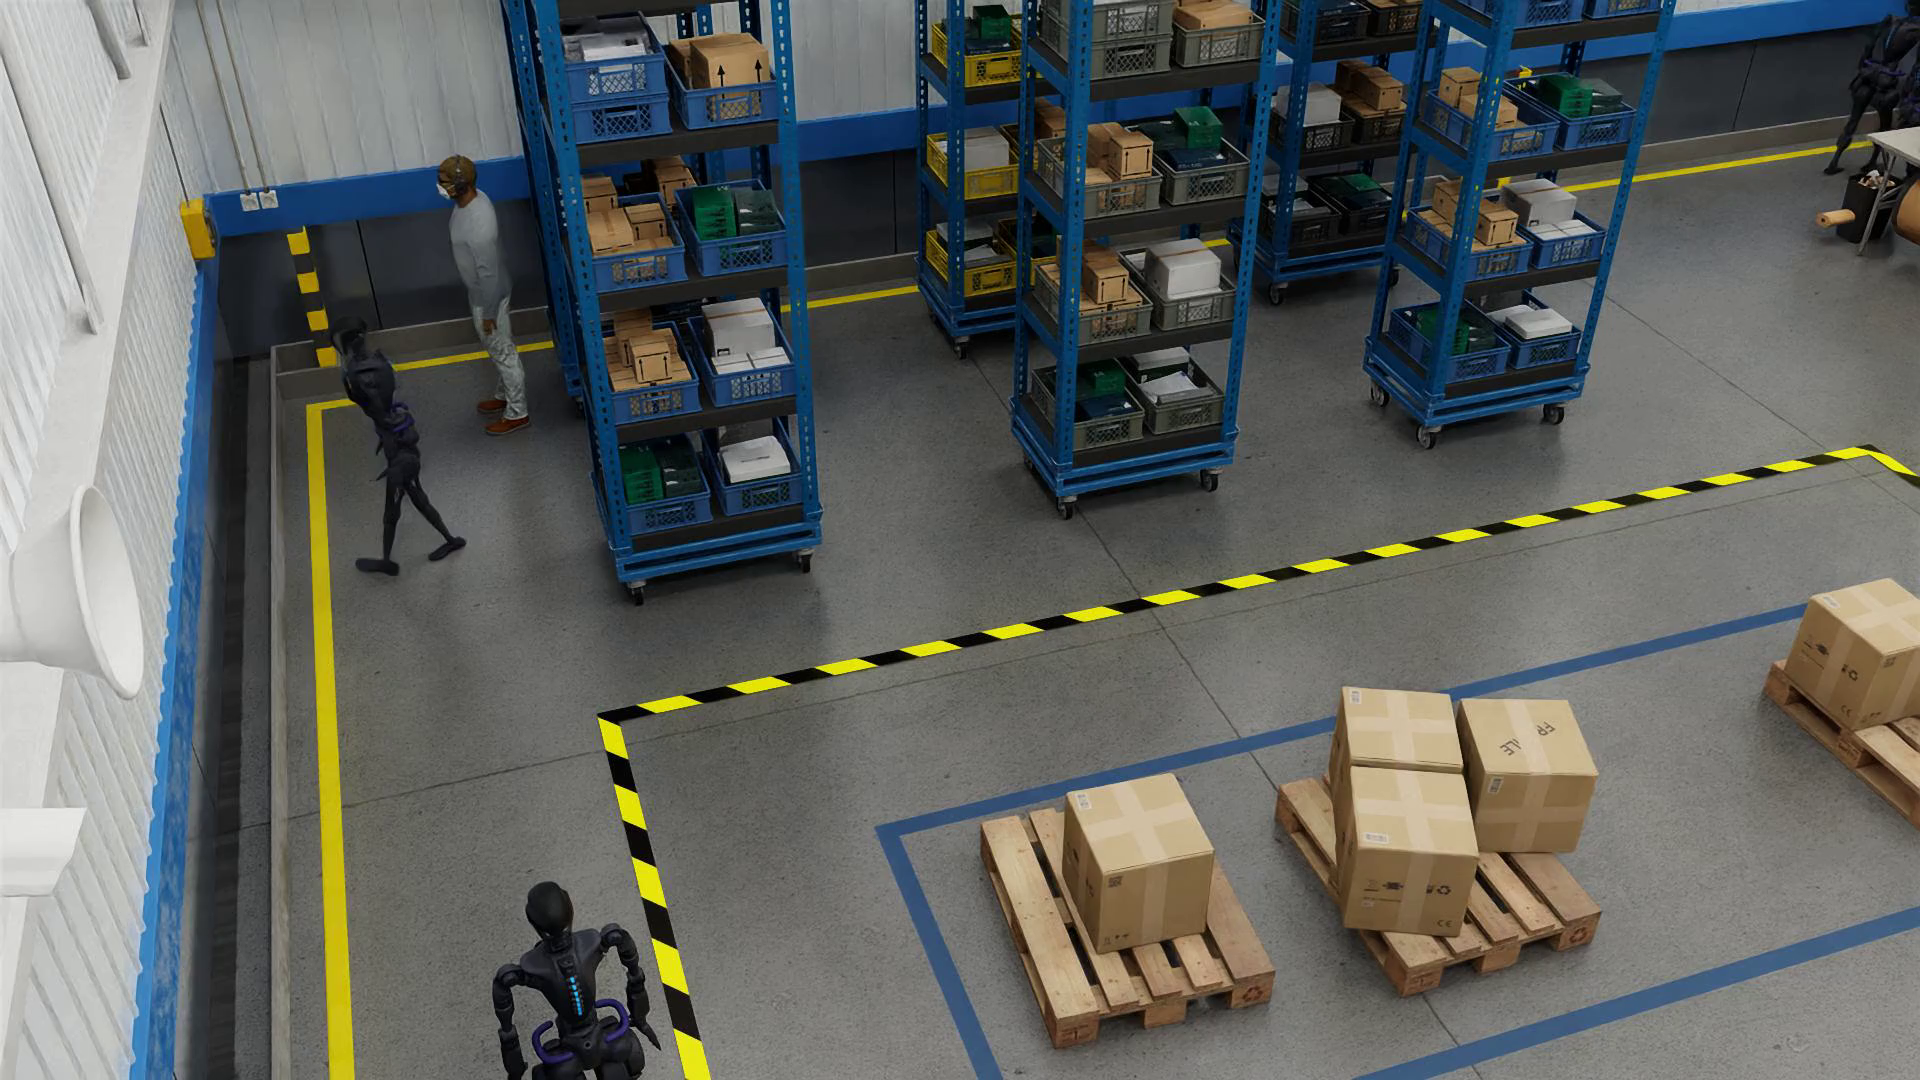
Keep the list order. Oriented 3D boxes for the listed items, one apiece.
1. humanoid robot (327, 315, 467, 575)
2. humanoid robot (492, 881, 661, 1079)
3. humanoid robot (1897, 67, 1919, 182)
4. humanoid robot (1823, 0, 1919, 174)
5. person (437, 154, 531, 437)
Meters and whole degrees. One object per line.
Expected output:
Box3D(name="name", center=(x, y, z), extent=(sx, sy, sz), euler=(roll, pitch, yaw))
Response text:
Box3D(name="humanoid robot", center=(-3.314, -0.544, 9.625), extent=(0.656, 1.620, 0.621), euler=(-14, 38, -19))
Box3D(name="humanoid robot", center=(-1.402, 1.890, 6.139), extent=(0.599, 1.659, 0.315), euler=(-18, 39, -23))
Box3D(name="humanoid robot", center=(7.910, -3.428, 13.714), extent=(0.523, 1.642, 0.589), euler=(2, 35, 2))
Box3D(name="humanoid robot", center=(8.019, -3.960, 14.450), extent=(0.557, 1.645, 0.616), euler=(-14, 38, -19))
Box3D(name="person", center=(-3.105, -1.593, 10.866), extent=(0.379, 1.940, 0.627), euler=(-11, 37, -15))
